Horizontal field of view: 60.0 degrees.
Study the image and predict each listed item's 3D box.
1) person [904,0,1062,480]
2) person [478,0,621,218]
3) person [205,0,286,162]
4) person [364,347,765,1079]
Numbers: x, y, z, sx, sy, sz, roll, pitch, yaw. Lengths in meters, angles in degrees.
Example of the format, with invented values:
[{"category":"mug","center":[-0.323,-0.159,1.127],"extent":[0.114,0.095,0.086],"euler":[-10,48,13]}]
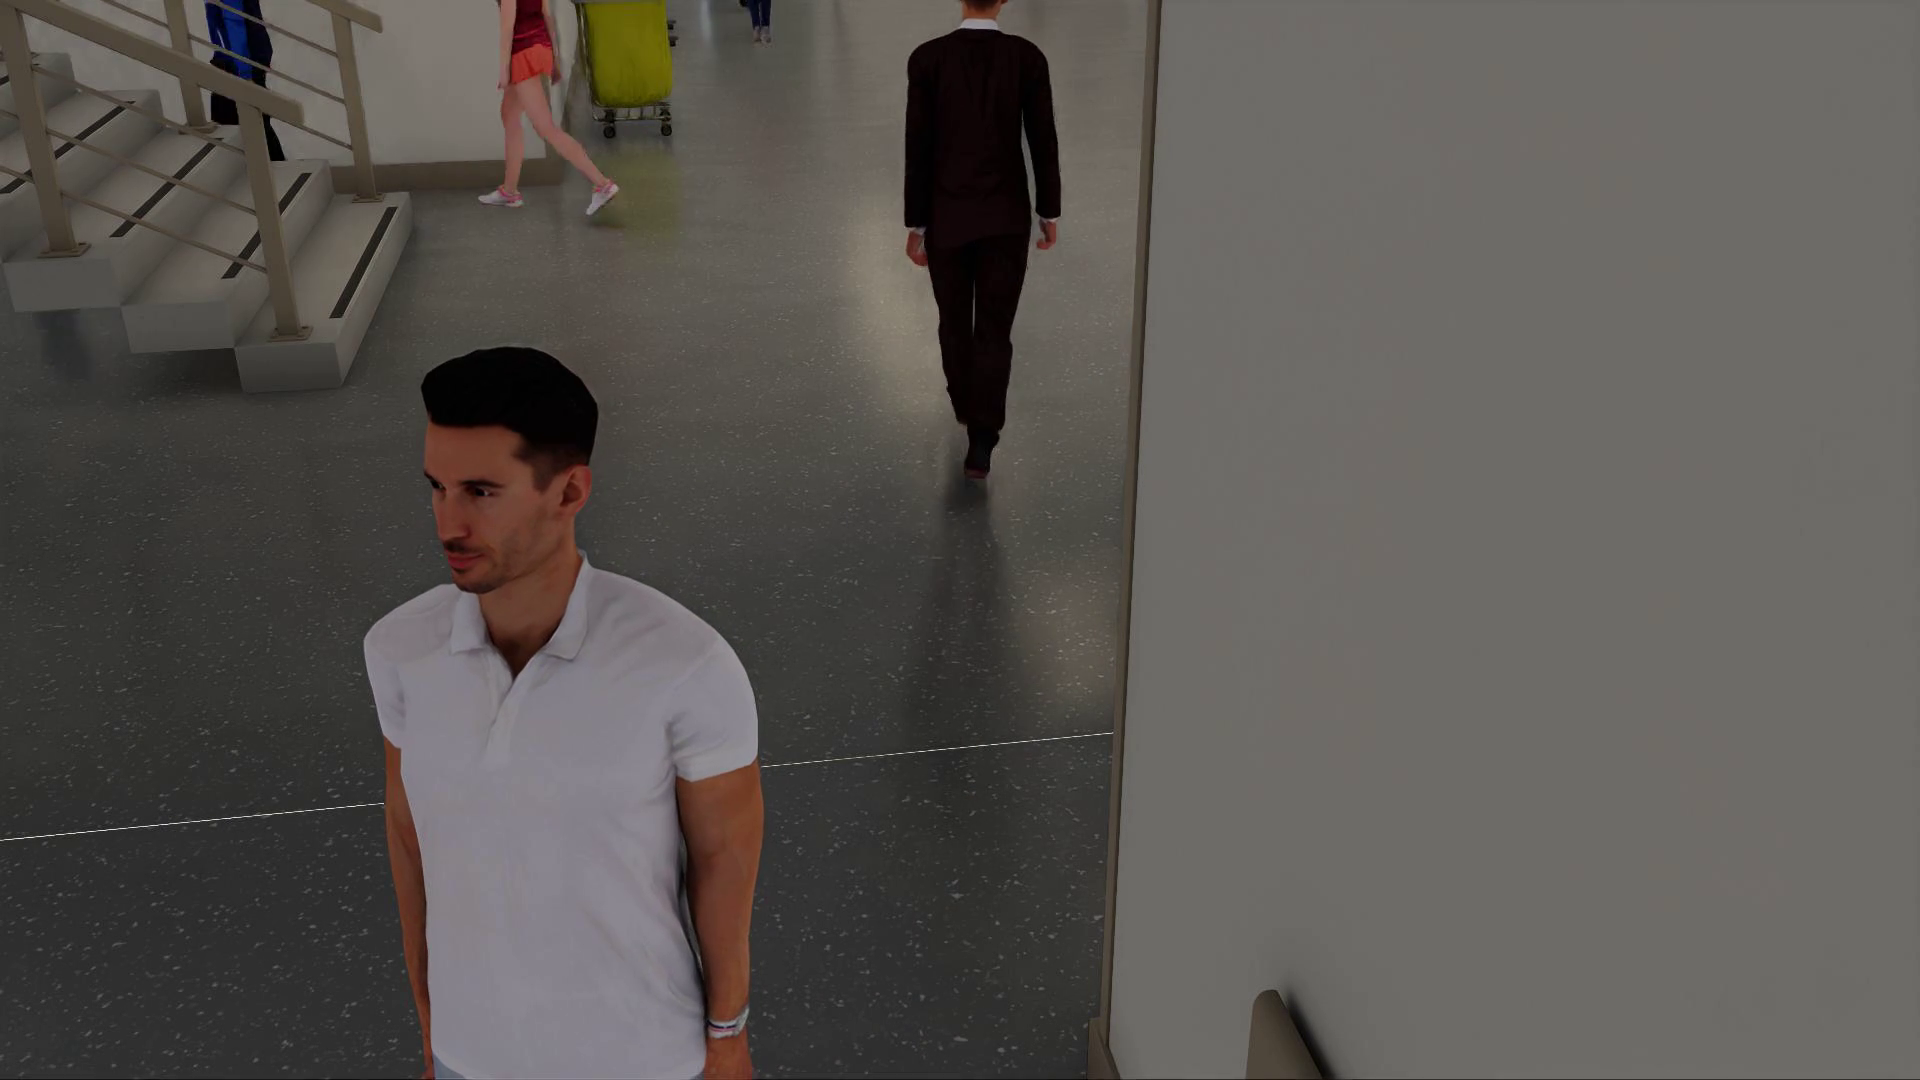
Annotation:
[{"category":"person","center":[0.067,-1.091,5.855],"extent":[1.230,1.823,0.954],"euler":[1,26,1]},{"category":"person","center":[-2.296,-2.611,9.135],"extent":[1.221,1.711,0.884],"euler":[5,26,11]},{"category":"person","center":[-3.879,-2.661,9.200],"extent":[0.618,1.745,0.629],"euler":[-4,26,-9]},{"category":"person","center":[-0.512,0.629,2.241],"extent":[0.652,1.865,0.810],"euler":[6,26,13]}]
